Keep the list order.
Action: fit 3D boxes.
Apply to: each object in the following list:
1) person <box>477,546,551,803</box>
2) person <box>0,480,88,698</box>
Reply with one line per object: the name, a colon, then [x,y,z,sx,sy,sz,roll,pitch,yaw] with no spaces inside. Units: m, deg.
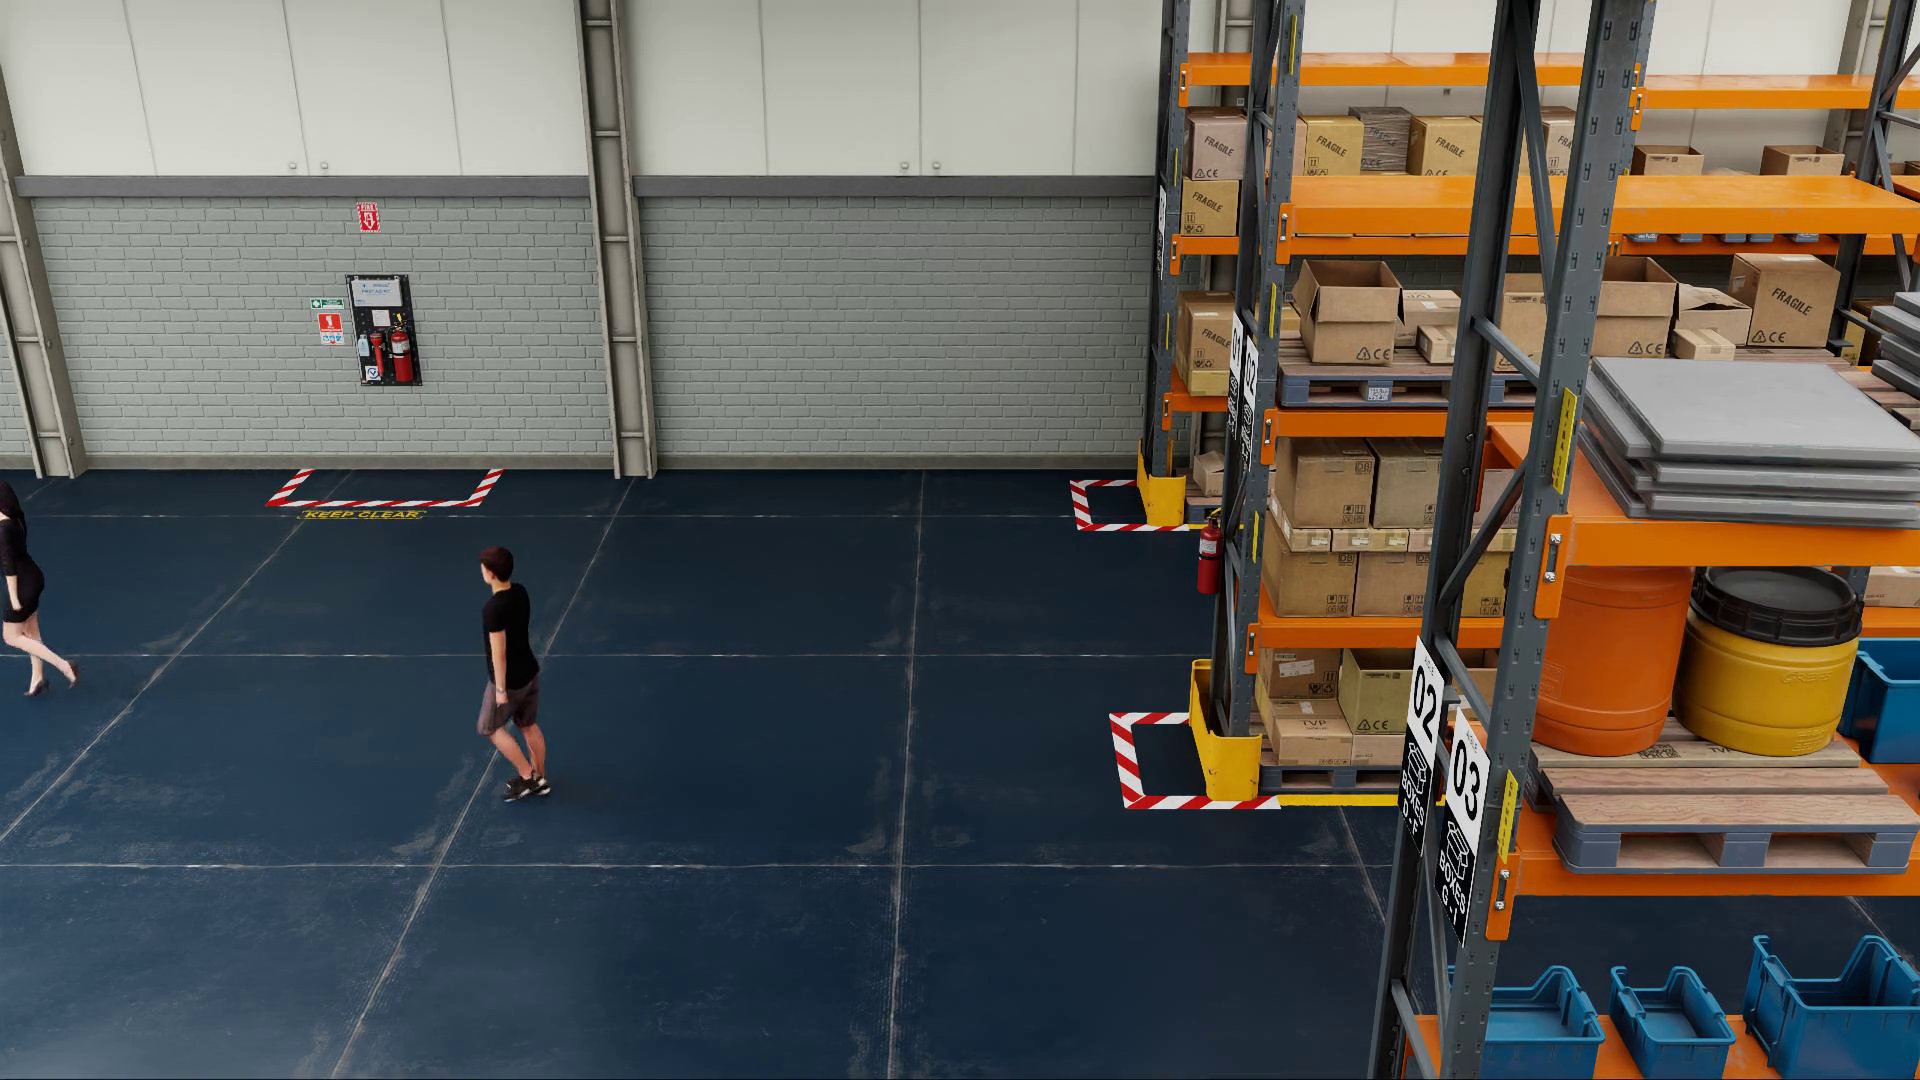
person: [-2.944,0.921,11.215,0.721,1.850,0.751,5,24,12]
person: [-6.989,0.394,12.530,0.803,1.791,0.680,-3,23,-8]
